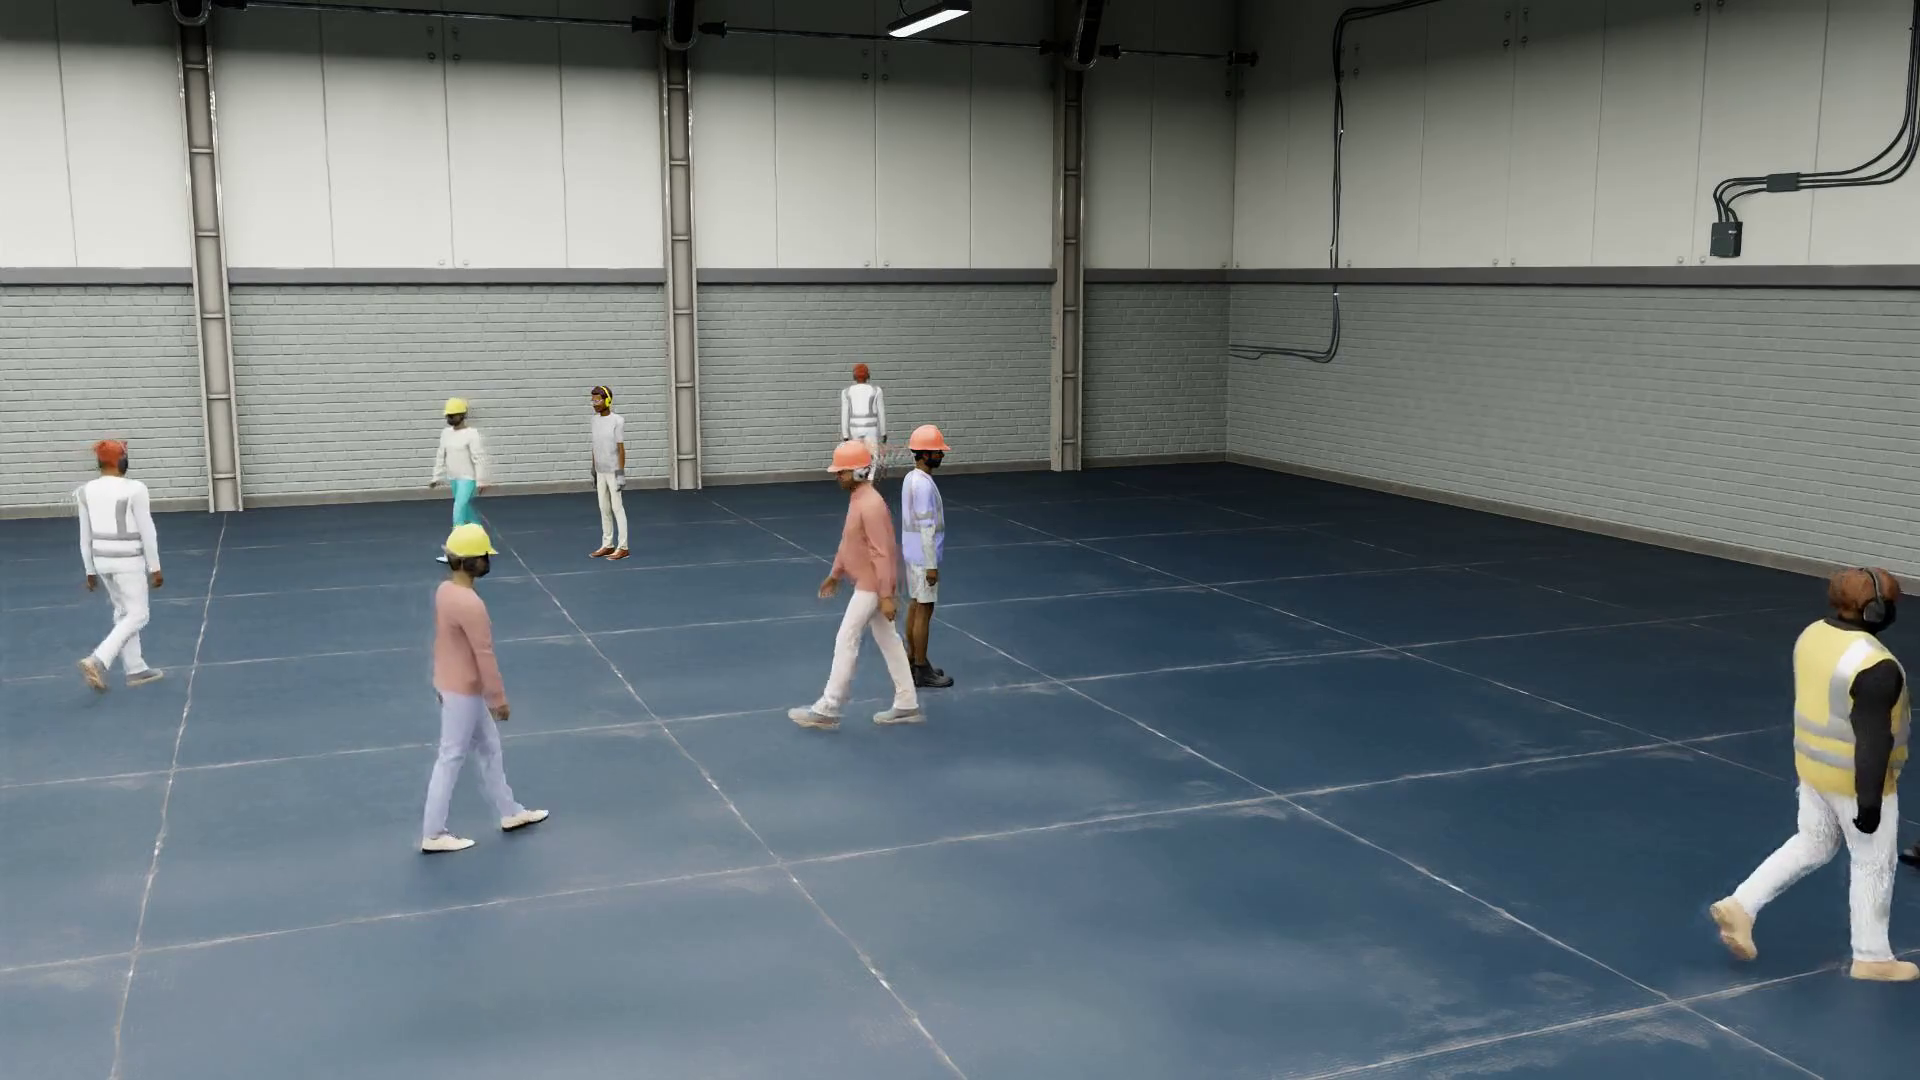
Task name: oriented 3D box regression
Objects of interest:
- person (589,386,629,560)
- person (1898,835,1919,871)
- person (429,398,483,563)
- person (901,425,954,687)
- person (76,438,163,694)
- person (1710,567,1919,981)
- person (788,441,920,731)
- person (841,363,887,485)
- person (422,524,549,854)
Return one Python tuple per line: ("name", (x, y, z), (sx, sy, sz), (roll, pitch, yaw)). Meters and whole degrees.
("person", (-3.759, -0.716, 17.780), (0.539, 1.864, 0.317), (7, 11, 36))
("person", (5.173, 0.776, 8.345), (0.983, 1.879, 0.590), (-6, 11, -33))
("person", (-5.349, -0.621, 17.589), (0.541, 1.735, 0.842), (6, 11, 35))
("person", (-0.249, 0.116, 12.308), (0.356, 1.938, 0.543), (-2, 9, -13))
("person", (-6.139, 0.194, 12.063), (0.585, 1.863, 0.758), (3, 9, 17))
("person", (3.729, 1.003, 7.141), (0.794, 1.820, 0.630), (0, 9, -2))
("person", (-0.719, 0.305, 11.108), (0.987, 1.939, 0.625), (-1, 9, -5))
("person", (-1.305, -1.455, 22.461), (0.592, 1.885, 0.681), (2, 9, 13))
("person", (-2.511, 0.773, 8.804), (0.824, 1.726, 0.544), (-6, 11, -32))
